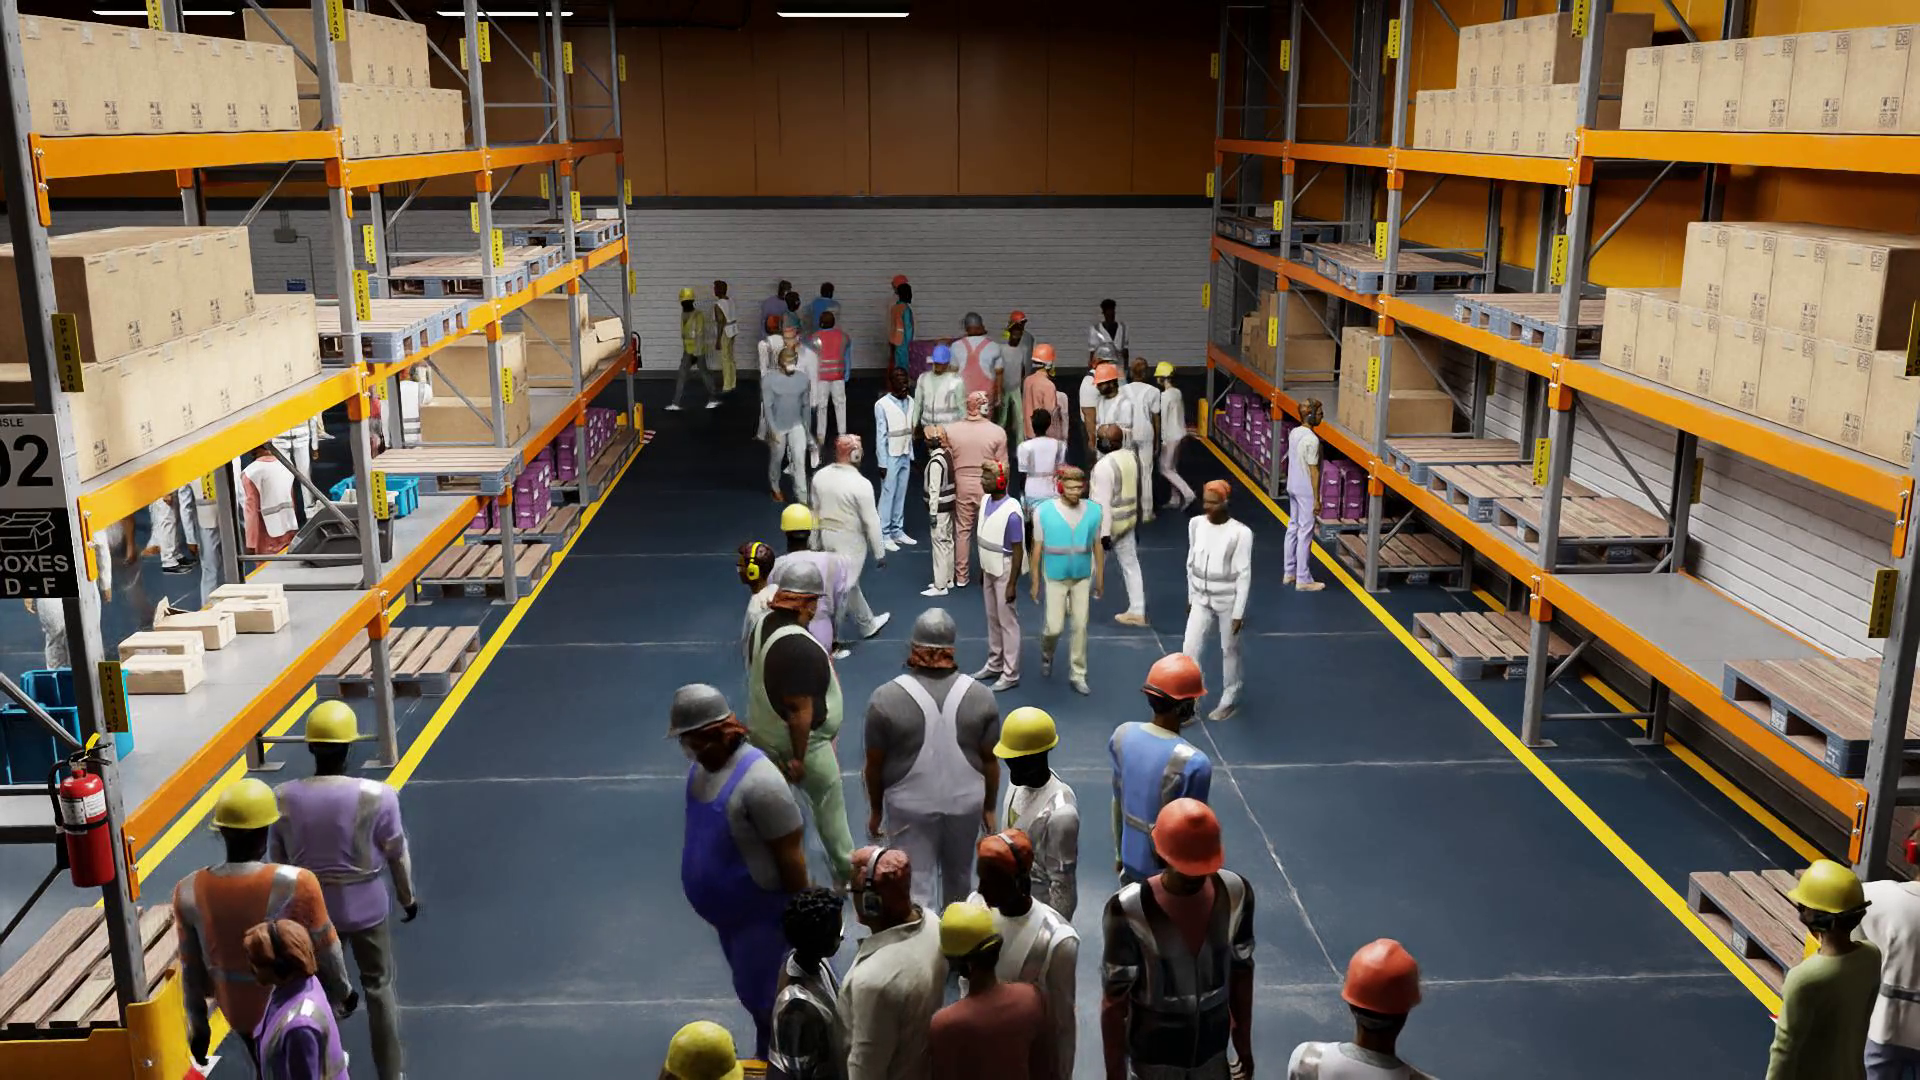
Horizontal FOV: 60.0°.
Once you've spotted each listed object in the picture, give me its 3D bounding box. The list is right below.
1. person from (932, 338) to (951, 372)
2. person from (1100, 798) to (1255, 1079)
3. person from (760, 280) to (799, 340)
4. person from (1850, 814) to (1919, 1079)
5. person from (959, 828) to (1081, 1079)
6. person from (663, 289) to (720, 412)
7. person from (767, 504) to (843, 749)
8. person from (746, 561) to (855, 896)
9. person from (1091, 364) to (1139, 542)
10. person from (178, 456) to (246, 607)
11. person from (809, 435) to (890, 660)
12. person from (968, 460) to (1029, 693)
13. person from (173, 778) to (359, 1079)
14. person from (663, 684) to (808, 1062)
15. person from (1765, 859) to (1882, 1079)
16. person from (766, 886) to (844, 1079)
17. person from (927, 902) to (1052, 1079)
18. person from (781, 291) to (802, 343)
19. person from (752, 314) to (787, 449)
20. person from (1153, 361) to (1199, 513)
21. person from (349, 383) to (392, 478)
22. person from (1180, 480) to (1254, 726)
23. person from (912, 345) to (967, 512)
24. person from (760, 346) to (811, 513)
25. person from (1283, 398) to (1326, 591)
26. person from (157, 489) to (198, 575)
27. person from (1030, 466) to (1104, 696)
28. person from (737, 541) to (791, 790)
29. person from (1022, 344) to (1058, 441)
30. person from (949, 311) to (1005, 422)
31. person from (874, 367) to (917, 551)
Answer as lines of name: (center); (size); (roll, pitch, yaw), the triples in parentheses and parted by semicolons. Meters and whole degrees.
person: (-0.242, -1.820, 21.675); (0.274, 1.632, 0.503); (-1, 14, -3)
person: (0.830, 1.908, 6.263); (0.617, 2.028, 0.410); (-4, 15, -17)
person: (-2.858, -3.191, 26.514); (0.654, 1.912, 0.459); (-10, 17, -34)
person: (3.709, 1.947, 6.483); (0.561, 1.837, 0.388); (8, 16, 29)
person: (0.207, 1.969, 6.316); (0.361, 1.878, 0.590); (-12, 19, -40)
person: (-4.096, -2.902, 25.440); (0.989, 1.874, 0.604); (-14, 20, -43)
person: (-1.087, 0.675, 11.399); (0.609, 1.871, 0.991); (-5, 15, -20)
person: (-0.860, 1.061, 9.552); (0.893, 2.000, 0.686); (-9, 17, -32)
person: (1.597, -0.898, 17.490); (0.439, 1.915, 0.566); (-8, 16, -30)
person: (-6.432, -0.095, 14.372); (0.404, 1.906, 0.598); (9, 17, 32)
person: (-0.875, 0.039, 13.931); (0.683, 1.854, 0.992); (14, 20, 43)
person: (0.325, 0.272, 13.037); (0.396, 1.847, 0.565); (-6, 16, -23)
person: (-2.821, 1.879, 6.723); (0.589, 1.889, 0.981); (2, 14, 6)
person: (-1.006, 1.573, 7.544); (0.636, 2.000, 0.722); (-10, 17, -33)
person: (3.206, 2.041, 6.270); (0.525, 1.760, 0.340); (-8, 16, -29)
person: (-0.565, 2.089, 6.220); (0.319, 1.694, 0.533); (0, 14, 0)
person: (0.105, 2.144, 6.040); (0.537, 1.664, 1.033); (-9, 17, -32)
person: (-2.554, -2.859, 25.332); (0.344, 1.847, 0.507); (2, 14, 8)
person: (-2.482, -2.142, 22.564); (0.583, 1.837, 0.999); (-12, 18, -38)
person: (2.445, -1.158, 18.897); (0.617, 1.726, 0.535); (9, 17, 30)
person: (-7.274, -1.562, 20.612); (0.602, 1.665, 0.551); (1, 14, 3)
person: (1.807, 0.492, 12.154); (0.602, 1.850, 0.883); (13, 19, 41)
person: (-0.252, -1.292, 19.092); (0.597, 1.896, 0.976); (7, 16, 26)
person: (-1.997, -1.297, 19.110); (0.618, 1.898, 0.989); (-5, 15, -20)
person: (3.287, -0.434, 15.813); (0.345, 1.846, 0.508); (-4, 15, -16)
person: (-7.785, -0.571, 16.405); (0.404, 1.824, 0.590); (-4, 15, -15)
person: (0.826, 0.300, 12.975); (0.611, 1.824, 0.521); (-4, 15, -16)
person: (-1.239, 0.916, 10.463); (0.330, 1.872, 0.512); (2, 14, 8)
person: (0.913, -1.173, 18.412); (0.382, 1.994, 0.623); (-7, 16, -26)
person: (0.229, -1.912, 21.225); (0.697, 2.000, 0.540); (3, 15, 11)
person: (-0.679, -0.861, 17.344); (0.375, 1.917, 0.592); (9, 17, 32)
